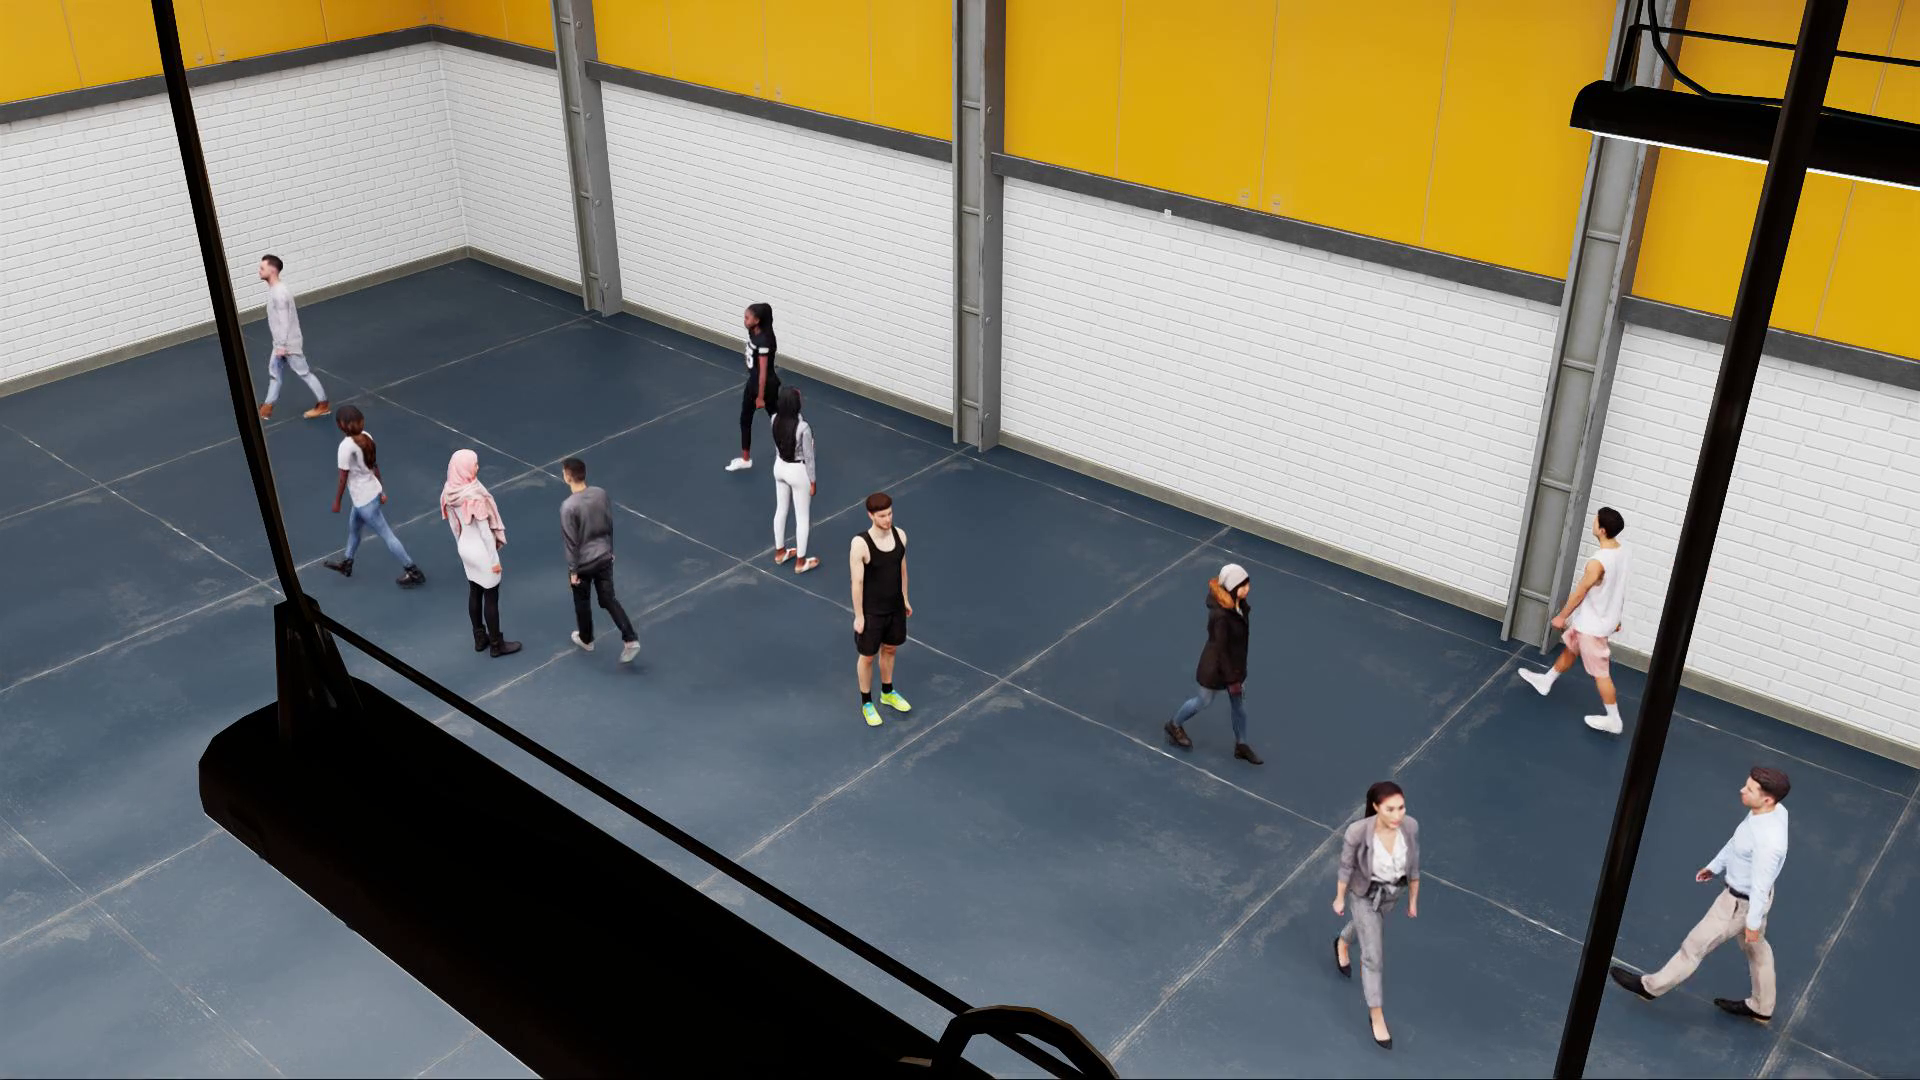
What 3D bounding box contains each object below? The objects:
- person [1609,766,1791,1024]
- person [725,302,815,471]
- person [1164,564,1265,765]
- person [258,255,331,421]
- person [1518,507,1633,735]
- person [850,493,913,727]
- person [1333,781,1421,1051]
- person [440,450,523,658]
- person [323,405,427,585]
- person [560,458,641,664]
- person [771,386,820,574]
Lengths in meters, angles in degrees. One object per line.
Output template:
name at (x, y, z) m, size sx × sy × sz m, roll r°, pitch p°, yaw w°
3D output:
person at (4.645, 2.116, 9.663) m, size 1.230 × 1.801 × 0.852 m, roll 14°, pitch 31°, yaw 23°
person at (-1.856, -1.502, 16.413) m, size 0.963 × 1.688 × 1.191 m, roll -16°, pitch 32°, yaw -26°
person at (1.839, 0.890, 12.111) m, size 1.025 × 1.609 × 0.667 m, roll 19°, pitch 34°, yaw 30°
person at (-6.940, -2.094, 17.379) m, size 1.024 × 1.802 × 1.137 m, roll -15°, pitch 32°, yaw -25°
person at (4.814, 0.657, 12.412) m, size 0.709 × 1.729 × 1.179 m, roll -25°, pitch 37°, yaw -37°
person at (-0.603, 0.487, 12.554) m, size 0.713 × 1.891 × 0.639 m, roll -21°, pitch 35°, yaw -34°
person at (2.433, 2.090, 9.889) m, size 1.020 × 1.629 × 1.175 m, roll -7°, pitch 29°, yaw -12°
person at (-3.866, 0.110, 13.337) m, size 0.513 × 1.804 × 0.678 m, roll 21°, pitch 35°, yaw 34°
person at (-5.010, -0.324, 14.275) m, size 1.198 × 1.666 × 1.040 m, roll 1°, pitch 29°, yaw 2°
person at (-2.884, 0.191, 13.254) m, size 1.049 × 1.742 × 0.664 m, roll 22°, pitch 35°, yaw 34°
person at (-1.469, -0.552, 14.636) m, size 0.441 × 1.722 × 0.641 m, roll 22°, pitch 35°, yaw 34°
